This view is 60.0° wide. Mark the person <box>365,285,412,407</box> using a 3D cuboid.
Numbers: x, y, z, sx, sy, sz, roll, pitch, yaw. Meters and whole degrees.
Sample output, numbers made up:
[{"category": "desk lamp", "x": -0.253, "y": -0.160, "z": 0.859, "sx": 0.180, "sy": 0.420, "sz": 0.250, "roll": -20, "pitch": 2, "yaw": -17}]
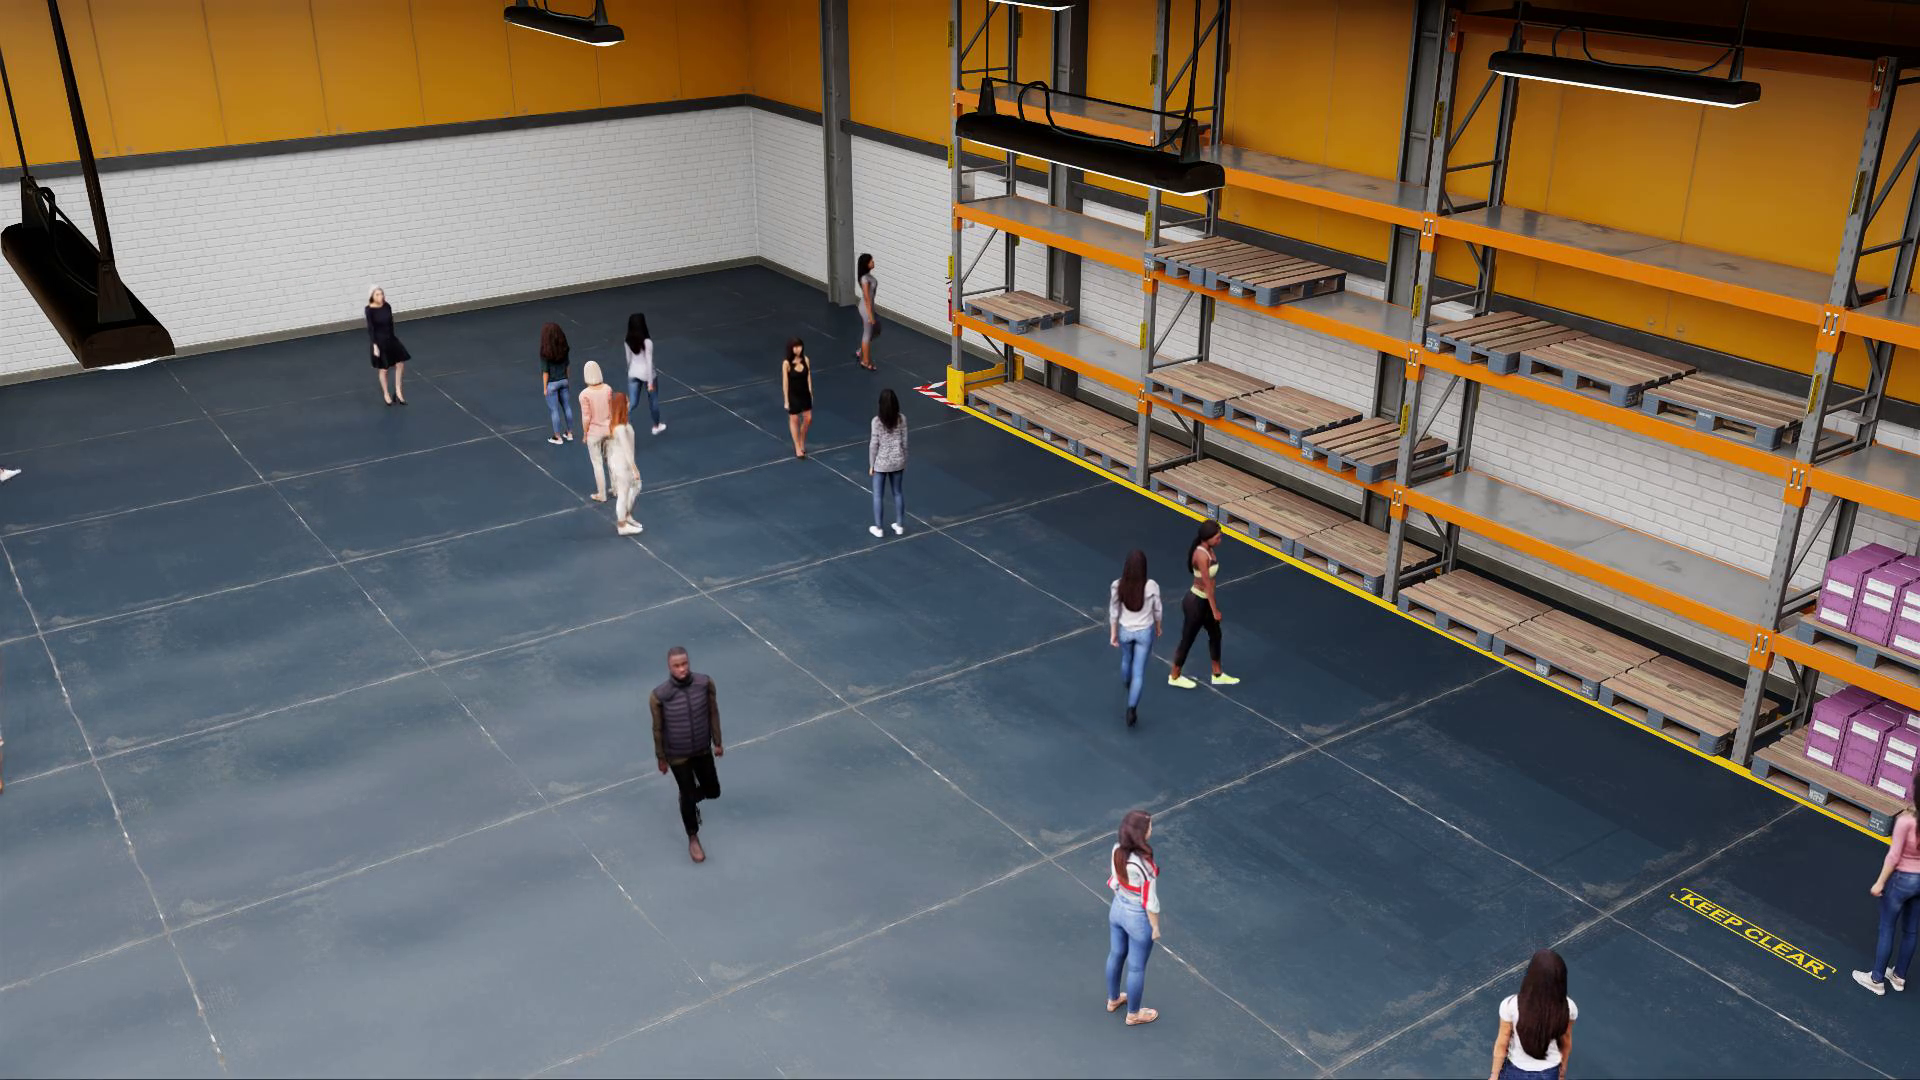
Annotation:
[{"category": "person", "x": -8.022, "y": -2.692, "z": 23.026, "sx": 0.784, "sy": 1.732, "sz": 0.733, "roll": 17, "pitch": 29, "yaw": 33}]

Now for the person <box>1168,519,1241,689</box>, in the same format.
[{"category": "person", "x": 2.125, "y": 0.610, "z": 15.476, "sx": 0.972, "sy": 1.729, "sz": 0.851, "roll": 8, "pitch": 25, "yaw": 17}]

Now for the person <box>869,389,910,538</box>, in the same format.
[{"category": "person", "x": -0.807, "y": -0.877, "z": 18.876, "sx": 0.653, "sy": 1.730, "sz": 0.589, "roll": -10, "pitch": 26, "yaw": -22}]

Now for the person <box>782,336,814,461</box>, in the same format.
[{"category": "person", "x": -2.105, "y": -1.827, "z": 21.164, "sx": 0.602, "sy": 1.638, "sz": 0.556, "roll": -14, "pitch": 27, "yaw": -28}]

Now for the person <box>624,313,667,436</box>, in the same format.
[{"category": "person", "x": -4.215, "y": -2.074, "z": 21.649, "sx": 1.183, "sy": 1.702, "sz": 1.058, "roll": 11, "pitch": 26, "yaw": 23}]

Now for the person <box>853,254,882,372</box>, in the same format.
[{"category": "person", "x": -1.447, "y": -3.327, "z": 24.428, "sx": 0.822, "sy": 1.772, "sz": 0.757, "roll": 0, "pitch": 24, "yaw": -1}]

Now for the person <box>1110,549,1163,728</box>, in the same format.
[{"category": "person", "x": 1.577, "y": 0.913, "z": 14.967, "sx": 1.098, "sy": 1.580, "sz": 1.106, "roll": 6, "pitch": 24, "yaw": 14}]

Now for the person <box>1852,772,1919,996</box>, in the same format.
[{"category": "person", "x": 6.536, "y": 2.355, "z": 11.467, "sx": 0.648, "sy": 1.742, "sz": 0.642, "roll": -4, "pitch": 24, "yaw": -9}]

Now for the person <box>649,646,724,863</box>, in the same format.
[{"category": "person", "x": -2.149, "y": 1.624, "z": 13.044, "sx": 0.743, "sy": 1.818, "sz": 0.872, "roll": -12, "pitch": 27, "yaw": -26}]

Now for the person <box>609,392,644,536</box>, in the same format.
[{"category": "person", "x": -3.889, "y": -0.836, "z": 18.818, "sx": 0.743, "sy": 1.701, "sz": 0.628, "roll": -5, "pitch": 24, "yaw": -11}]

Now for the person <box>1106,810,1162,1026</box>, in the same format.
[{"category": "person", "x": 1.160, "y": 2.531, "z": 11.225, "sx": 0.643, "sy": 1.613, "sz": 0.434, "roll": -16, "pitch": 28, "yaw": -32}]

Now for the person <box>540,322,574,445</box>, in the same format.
[{"category": "person", "x": -5.275, "y": -2.058, "z": 21.719, "sx": 0.657, "sy": 1.617, "sz": 0.651, "roll": 20, "pitch": 31, "yaw": 39}]

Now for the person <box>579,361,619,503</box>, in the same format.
[{"category": "person", "x": -4.314, "y": -1.307, "z": 19.867, "sx": 0.584, "sy": 1.724, "sz": 0.640, "roll": 20, "pitch": 31, "yaw": 38}]

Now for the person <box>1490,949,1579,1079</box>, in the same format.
[{"category": "person", "x": 3.309, "y": 3.163, "z": 9.596, "sx": 0.856, "sy": 1.760, "sz": 0.972, "roll": -1, "pitch": 24, "yaw": -2}]
